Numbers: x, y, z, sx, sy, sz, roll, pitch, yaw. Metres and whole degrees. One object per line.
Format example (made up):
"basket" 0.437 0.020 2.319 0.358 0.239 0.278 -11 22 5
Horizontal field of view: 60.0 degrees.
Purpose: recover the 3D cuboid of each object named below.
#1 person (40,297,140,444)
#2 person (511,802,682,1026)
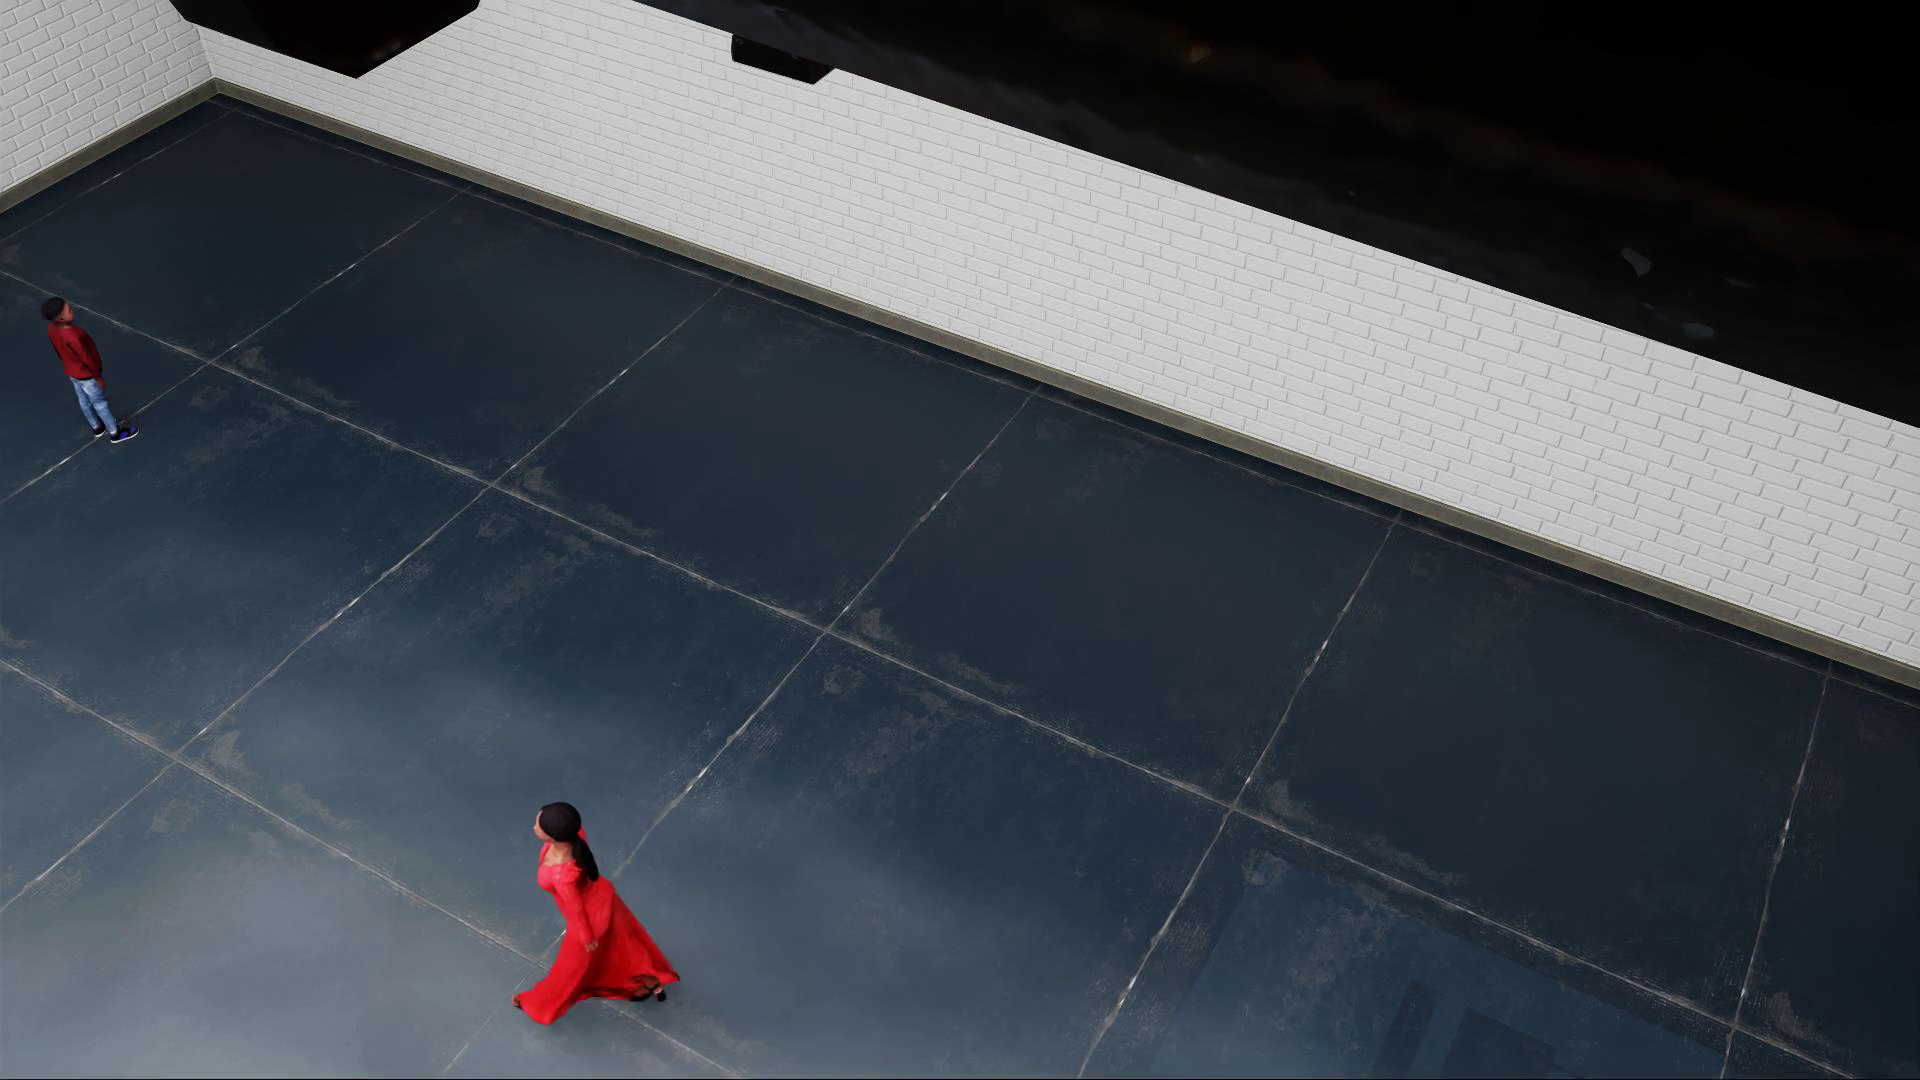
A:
"person" -6.572 -1.270 12.445 0.499 1.255 0.473 22 48 22
"person" -1.856 1.960 8.714 1.087 1.735 1.168 -2 44 -2
